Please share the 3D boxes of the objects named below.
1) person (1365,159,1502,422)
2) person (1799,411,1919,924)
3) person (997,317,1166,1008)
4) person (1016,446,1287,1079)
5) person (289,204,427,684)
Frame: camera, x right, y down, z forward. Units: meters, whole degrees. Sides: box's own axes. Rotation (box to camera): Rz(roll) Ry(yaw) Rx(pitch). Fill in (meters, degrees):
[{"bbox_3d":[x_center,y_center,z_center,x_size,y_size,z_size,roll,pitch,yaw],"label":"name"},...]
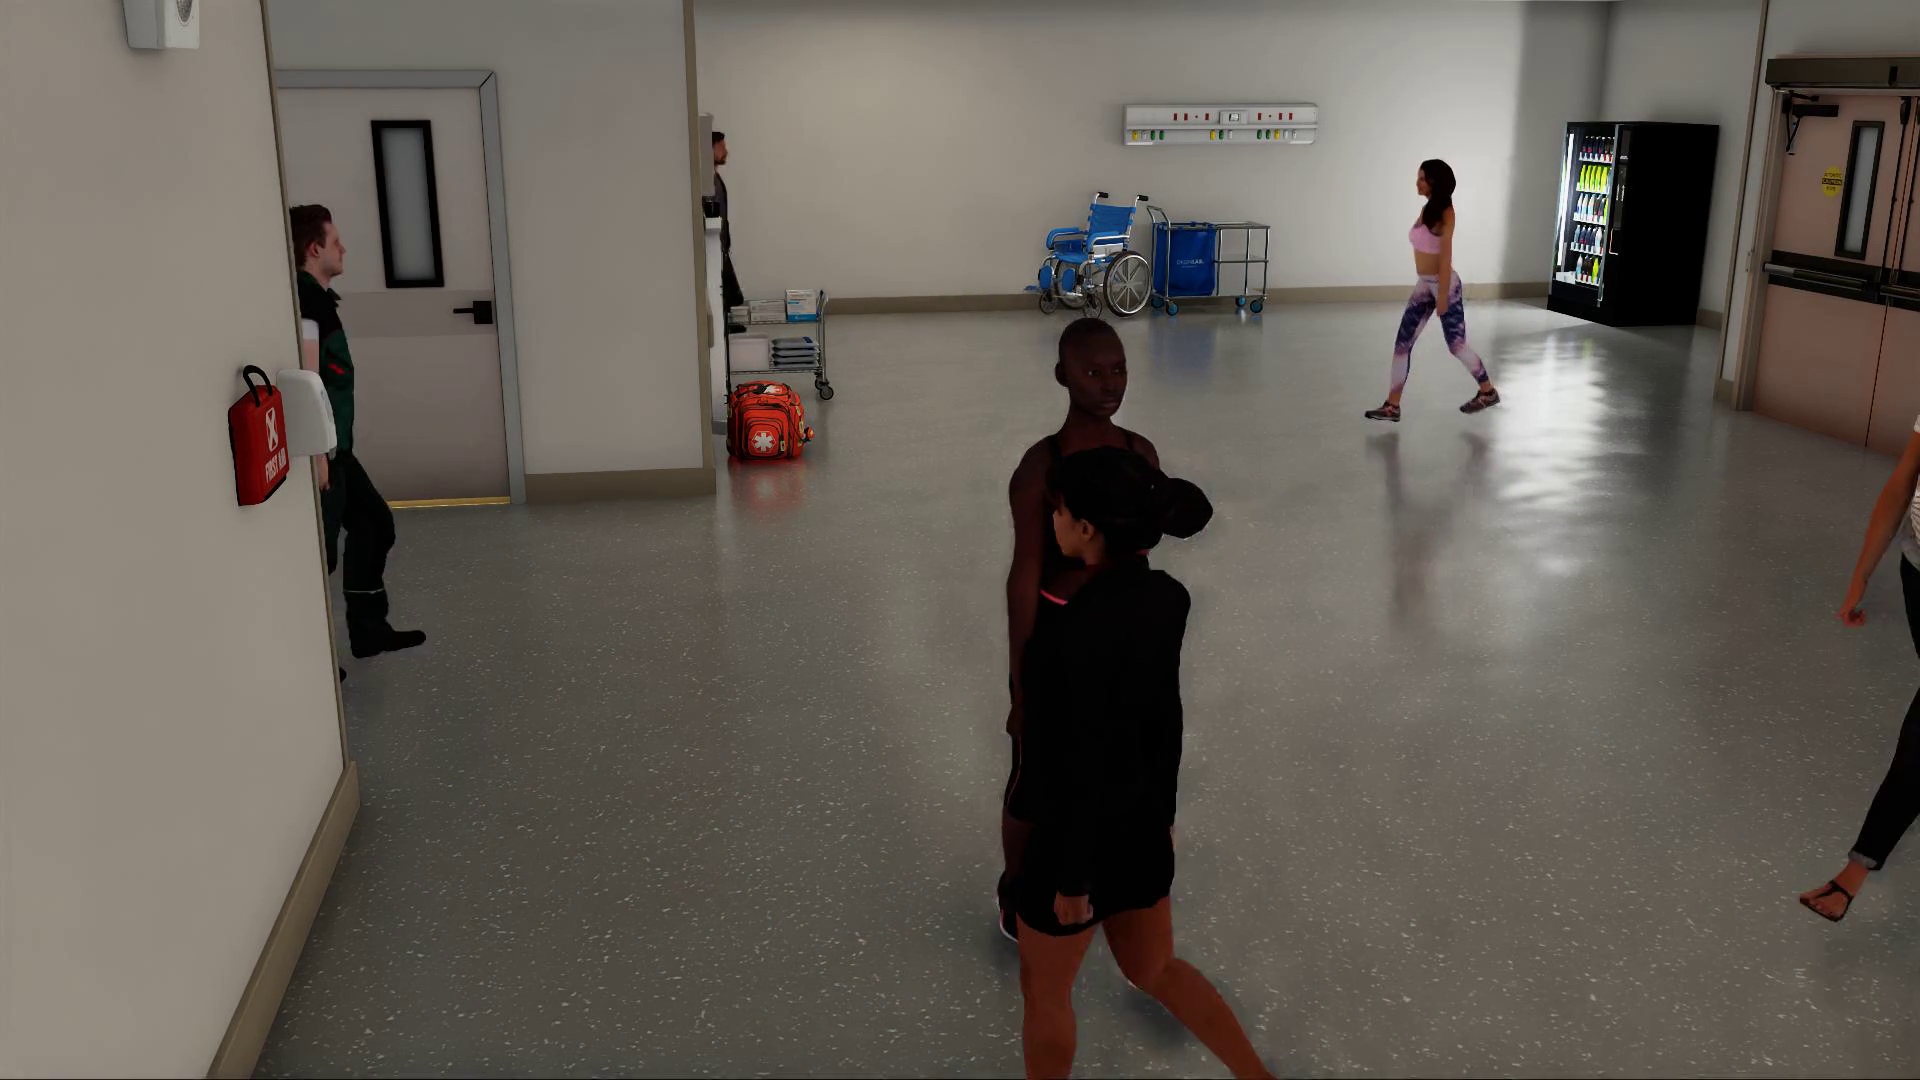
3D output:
[{"bbox_3d":[3.230,-1.601,10.998,0.725,1.714,1.177,-4,16,-12],"label":"person"},{"bbox_3d":[2.808,0.186,4.564,0.967,1.764,1.225,-8,18,-26],"label":"person"},{"bbox_3d":[0.278,0.293,4.289,0.750,1.708,1.105,-7,17,-23],"label":"person"},{"bbox_3d":[0.353,0.635,3.244,1.006,1.617,0.962,10,19,33],"label":"person"},{"bbox_3d":[-2.512,-0.324,6.279,0.869,1.811,0.868,-6,17,-19],"label":"person"}]
